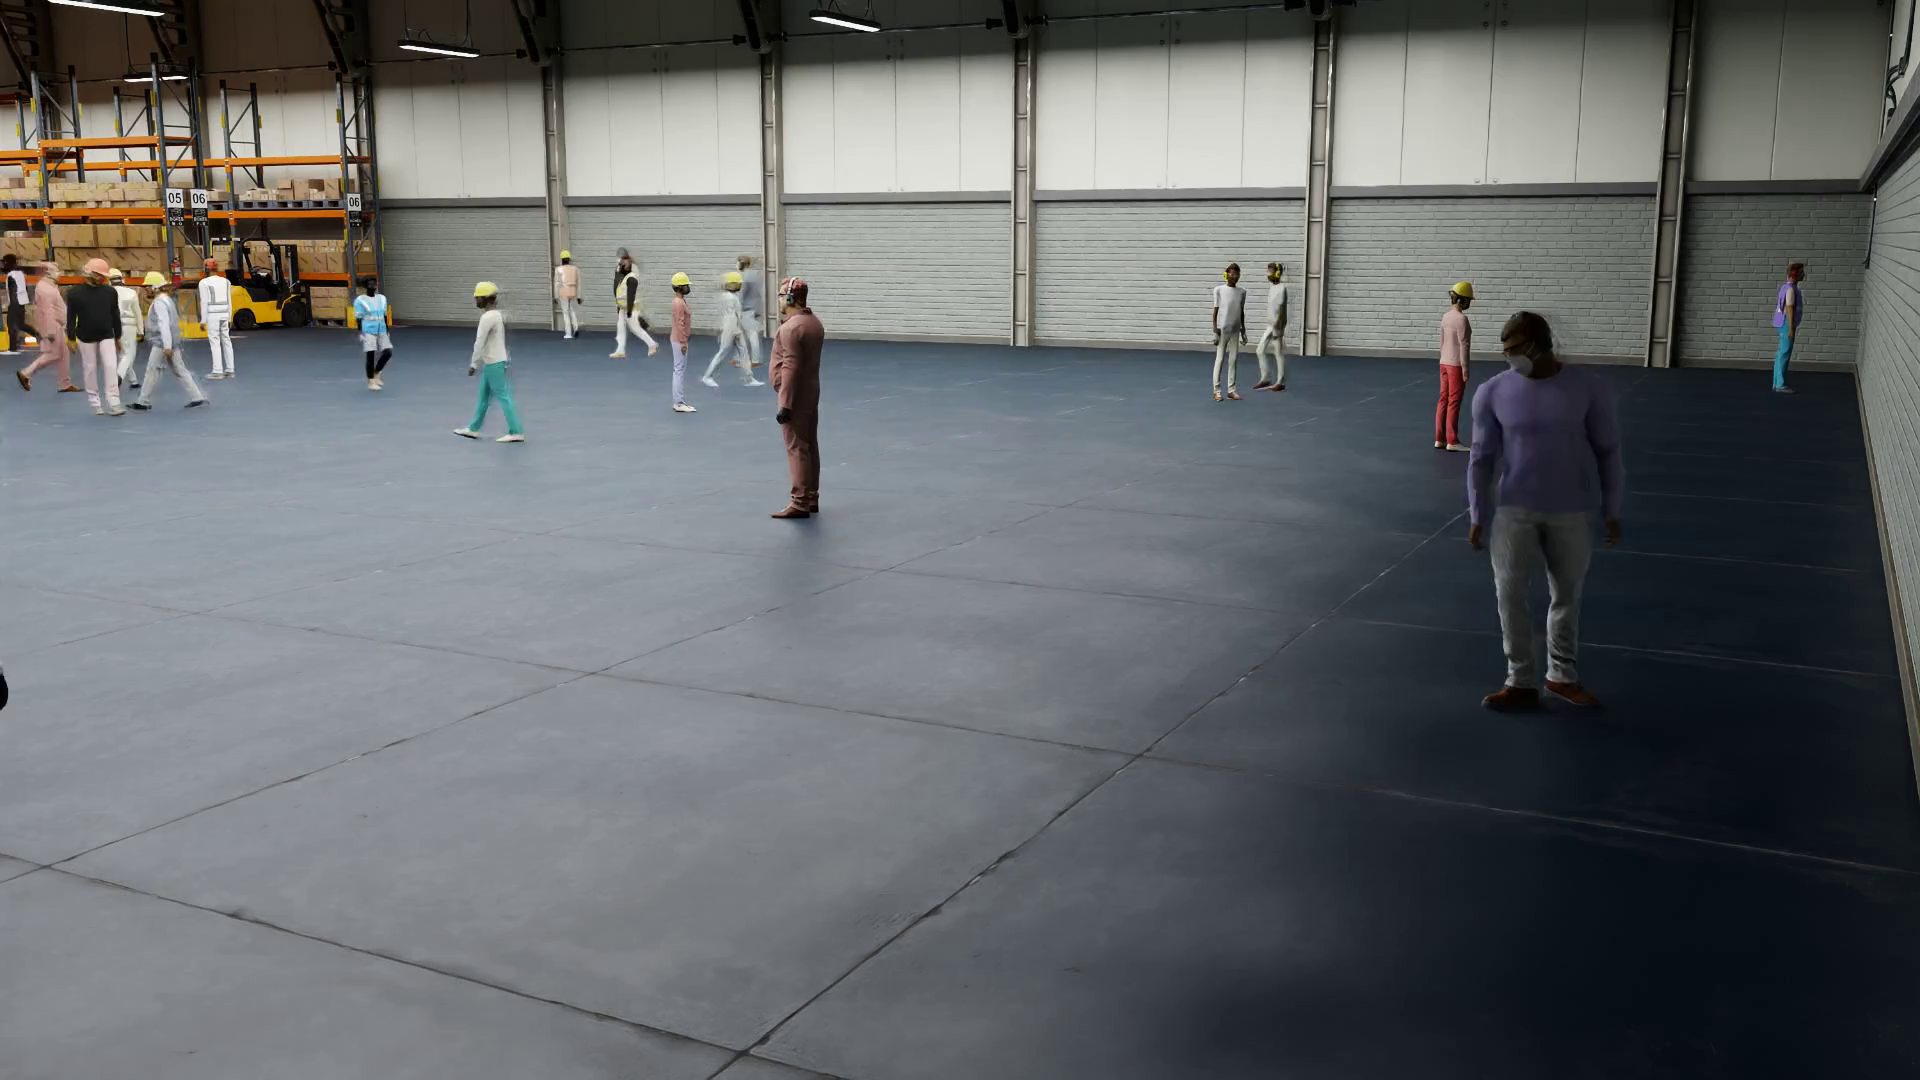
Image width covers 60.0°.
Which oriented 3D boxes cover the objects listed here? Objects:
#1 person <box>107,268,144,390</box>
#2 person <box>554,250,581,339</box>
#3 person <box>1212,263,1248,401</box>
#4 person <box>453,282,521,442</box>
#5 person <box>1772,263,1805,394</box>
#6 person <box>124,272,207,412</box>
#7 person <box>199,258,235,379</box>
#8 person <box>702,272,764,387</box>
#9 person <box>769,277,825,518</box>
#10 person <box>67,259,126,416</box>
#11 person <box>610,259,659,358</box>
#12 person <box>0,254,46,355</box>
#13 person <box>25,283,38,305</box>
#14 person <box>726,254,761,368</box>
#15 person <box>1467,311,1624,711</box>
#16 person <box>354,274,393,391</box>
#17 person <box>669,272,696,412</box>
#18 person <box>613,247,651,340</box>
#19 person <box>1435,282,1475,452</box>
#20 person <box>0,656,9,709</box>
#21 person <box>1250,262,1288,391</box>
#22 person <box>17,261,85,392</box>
[{"bbox_3d":[-12.073,-3.011,23.889,0.617,1.777,0.809,0,10,0],"label":"person"},{"bbox_3d":[-8.561,-5.333,36.187,0.587,1.912,0.417,-10,14,-43],"label":"person"},{"bbox_3d":[3.678,-2.828,22.644,0.521,1.868,0.328,-4,11,-18],"label":"person"},{"bbox_3d":[-5.182,-1.912,18.025,0.845,1.733,0.527,0,10,-2],"label":"person"},{"bbox_3d":[11.798,-3.016,23.709,0.389,1.850,0.563,4,11,19],"label":"person"},{"bbox_3d":[-10.155,-2.522,21.208,0.953,1.783,0.618,-3,11,-14],"label":"person"},{"bbox_3d":[-11.655,-3.467,26.074,0.340,1.883,0.582,4,11,22],"label":"person"},{"bbox_3d":[-3.417,-3.119,24.662,0.889,1.705,0.499,0,10,1],"label":"person"},{"bbox_3d":[-1.315,-1.126,13.251,0.409,1.909,0.641,2,11,13],"label":"person"},{"bbox_3d":[-10.679,-2.490,20.597,0.656,1.930,0.931,-9,14,-41],"label":"person"},{"bbox_3d":[-6.020,-4.263,30.601,0.822,1.818,0.621,-5,12,-27],"label":"person"},{"bbox_3d":[-17.693,-4.432,31.287,0.756,1.900,0.601,-2,11,-11],"label":"person"},{"bbox_3d":[-24.845,-6.884,44.621,0.397,1.918,0.588,5,12,26],"label":"person"},{"bbox_3d":[-3.717,-3.853,28.090,0.810,1.913,0.653,2,11,11],"label":"person"},{"bbox_3d":[2.749,-0.124,7.846,0.693,1.896,0.470,4,11,19],"label":"person"},{"bbox_3d":[-8.480,-2.996,24.055,0.373,1.680,0.546,8,13,36],"label":"person"},{"bbox_3d":[-3.543,-2.517,21.211,0.304,1.772,0.528,-2,11,-12],"label":"person"},{"bbox_3d":[-7.079,-5.299,35.639,0.719,2.000,0.732,10,14,43],"label":"person"},{"bbox_3d":[5.175,-1.802,17.333,0.323,1.764,0.523,-2,11,-10],"label":"person"},{"bbox_3d":[-3.343,0.399,5.202,0.657,1.805,0.923,0,10,2],"label":"person"},{"bbox_3d":[4.436,-3.056,23.907,0.642,1.852,0.554,-2,11,-11],"label":"person"},{"bbox_3d":[-12.989,-3.015,23.637,0.753,1.880,0.640,-5,11,-25],"label":"person"}]
